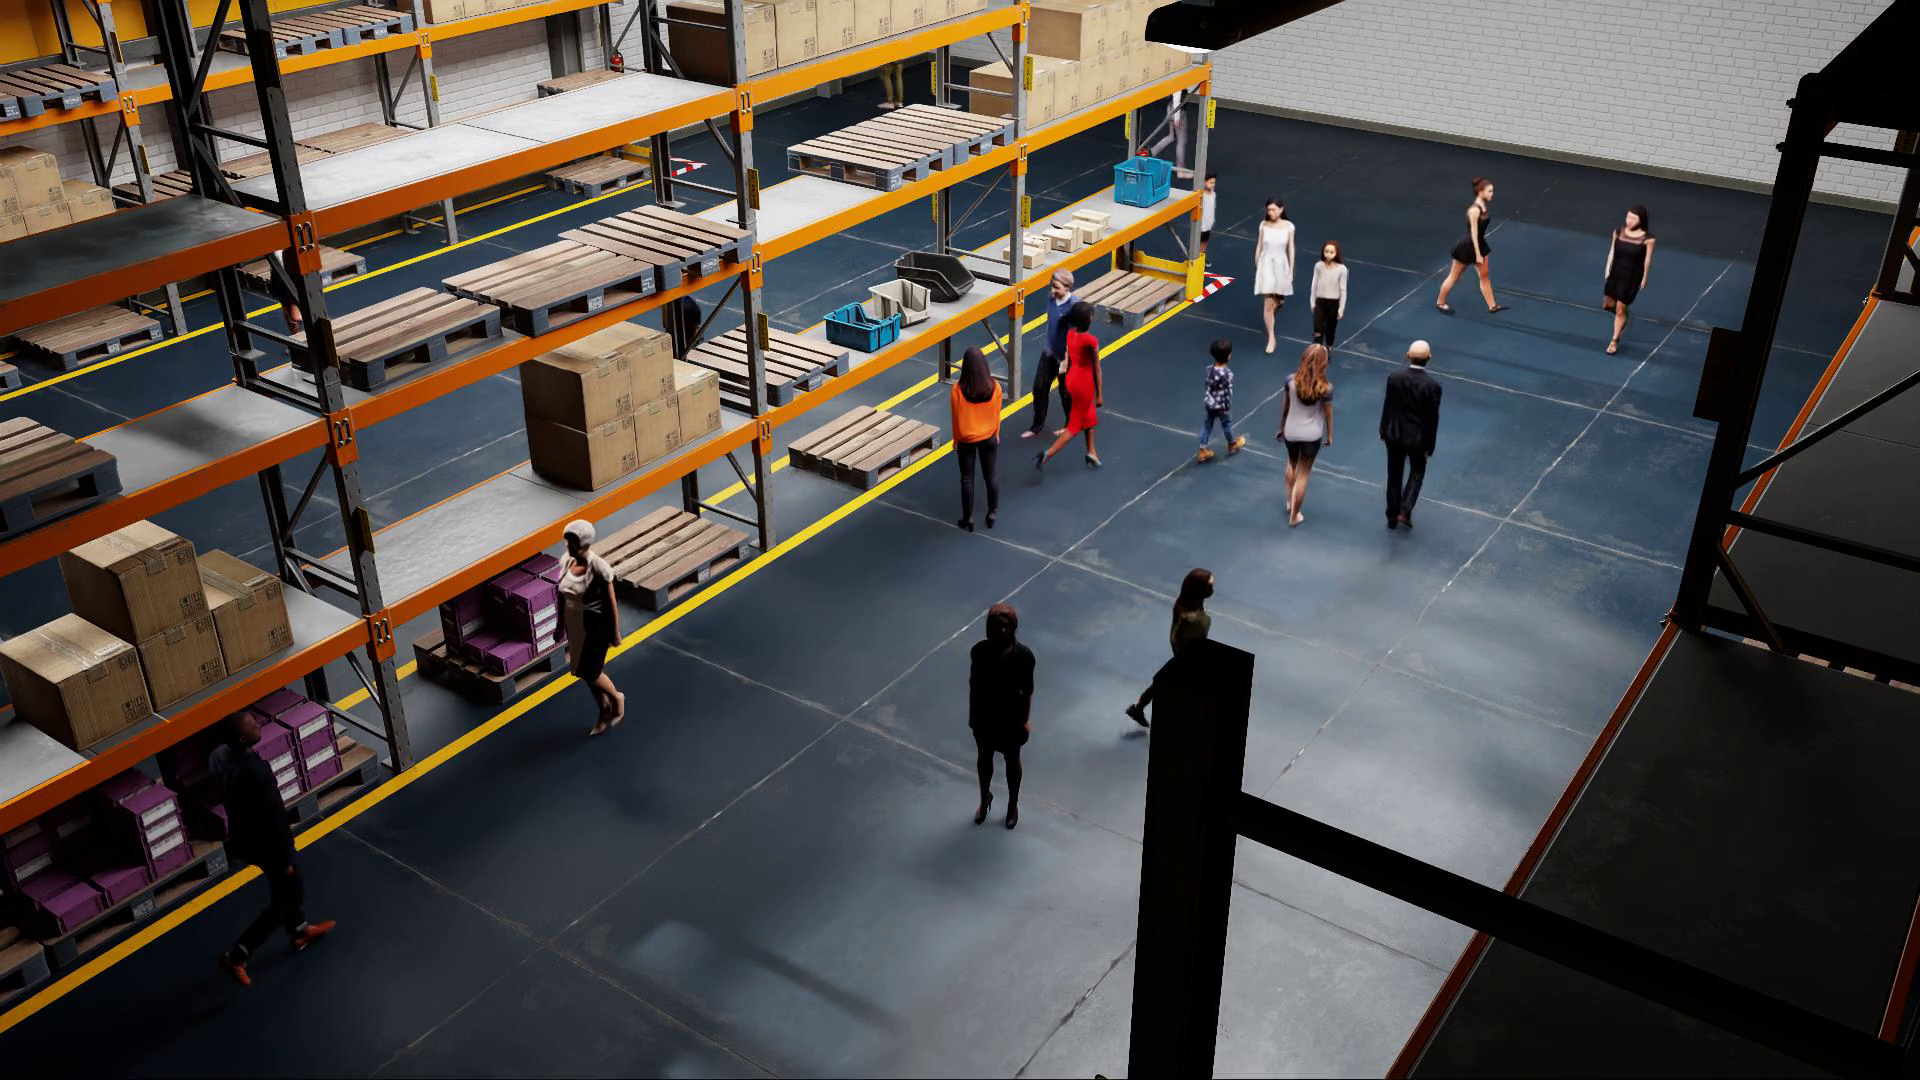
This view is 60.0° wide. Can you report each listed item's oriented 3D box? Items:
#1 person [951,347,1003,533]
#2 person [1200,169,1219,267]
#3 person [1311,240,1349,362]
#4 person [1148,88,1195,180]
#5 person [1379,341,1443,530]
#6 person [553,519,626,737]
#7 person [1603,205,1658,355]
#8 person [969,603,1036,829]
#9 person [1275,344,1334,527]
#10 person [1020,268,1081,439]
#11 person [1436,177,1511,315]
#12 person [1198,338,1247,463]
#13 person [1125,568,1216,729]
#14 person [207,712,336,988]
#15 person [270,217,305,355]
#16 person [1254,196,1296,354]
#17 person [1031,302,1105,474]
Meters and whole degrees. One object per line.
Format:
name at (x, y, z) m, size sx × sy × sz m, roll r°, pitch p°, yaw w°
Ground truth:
person at (0.151, -0.899, 14.816) m, size 0.687 × 1.748 × 0.767 m, roll -8°, pitch 30°, yaw -14°
person at (3.081, -4.121, 21.240) m, size 0.555 × 1.251 × 0.639 m, roll -20°, pitch 34°, yaw -32°
person at (4.051, -2.580, 18.211) m, size 0.718 × 1.448 × 1.035 m, roll 10°, pitch 30°, yaw 17°
person at (3.117, -6.299, 24.540) m, size 1.097 × 1.915 × 1.111 m, roll 0°, pitch 29°, yaw 1°
person at (3.942, -0.882, 14.744) m, size 0.727 × 1.786 × 0.727 m, roll 14°, pitch 31°, yaw 23°
person at (-2.622, 0.619, 12.037) m, size 0.633 × 1.744 × 0.684 m, roll 20°, pitch 34°, yaw 32°
person at (7.461, -2.923, 18.575) m, size 0.717 × 1.702 × 0.883 m, roll 24°, pitch 37°, yaw 37°
person at (0.267, 1.168, 11.071) m, size 0.645 × 1.706 × 0.602 m, roll 8°, pitch 30°, yaw 14°
person at (3.036, -0.906, 14.863) m, size 0.658 × 1.715 × 0.695 m, roll 16°, pitch 32°, yaw 26°
person at (1.080, -1.845, 16.462) m, size 0.983 × 1.831 × 0.883 m, roll -18°, pitch 33°, yaw -29°
person at (5.925, -3.428, 19.569) m, size 0.640 × 1.636 × 0.997 m, roll 18°, pitch 33°, yaw 30°
person at (2.458, -1.329, 16.144) m, size 0.824 × 1.231 × 0.597 m, roll -24°, pitch 37°, yaw -36°
person at (1.568, 0.823, 11.978) m, size 0.974 × 1.441 × 1.021 m, roll -1°, pitch 29°, yaw -2°
person at (-4.164, 1.821, 9.773) m, size 0.752 × 1.801 × 1.033 m, roll 21°, pitch 35°, yaw 34°
person at (-7.474, -2.870, 18.636) m, size 0.599 × 1.550 × 0.718 m, roll 14°, pitch 32°, yaw 24°
person at (3.514, -3.002, 18.668) m, size 0.848 × 1.750 × 1.070 m, roll 6°, pitch 29°, yaw 10°
person at (1.076, -1.375, 15.726) m, size 1.140 × 1.712 × 0.867 m, roll -15°, pitch 32°, yaw -26°
